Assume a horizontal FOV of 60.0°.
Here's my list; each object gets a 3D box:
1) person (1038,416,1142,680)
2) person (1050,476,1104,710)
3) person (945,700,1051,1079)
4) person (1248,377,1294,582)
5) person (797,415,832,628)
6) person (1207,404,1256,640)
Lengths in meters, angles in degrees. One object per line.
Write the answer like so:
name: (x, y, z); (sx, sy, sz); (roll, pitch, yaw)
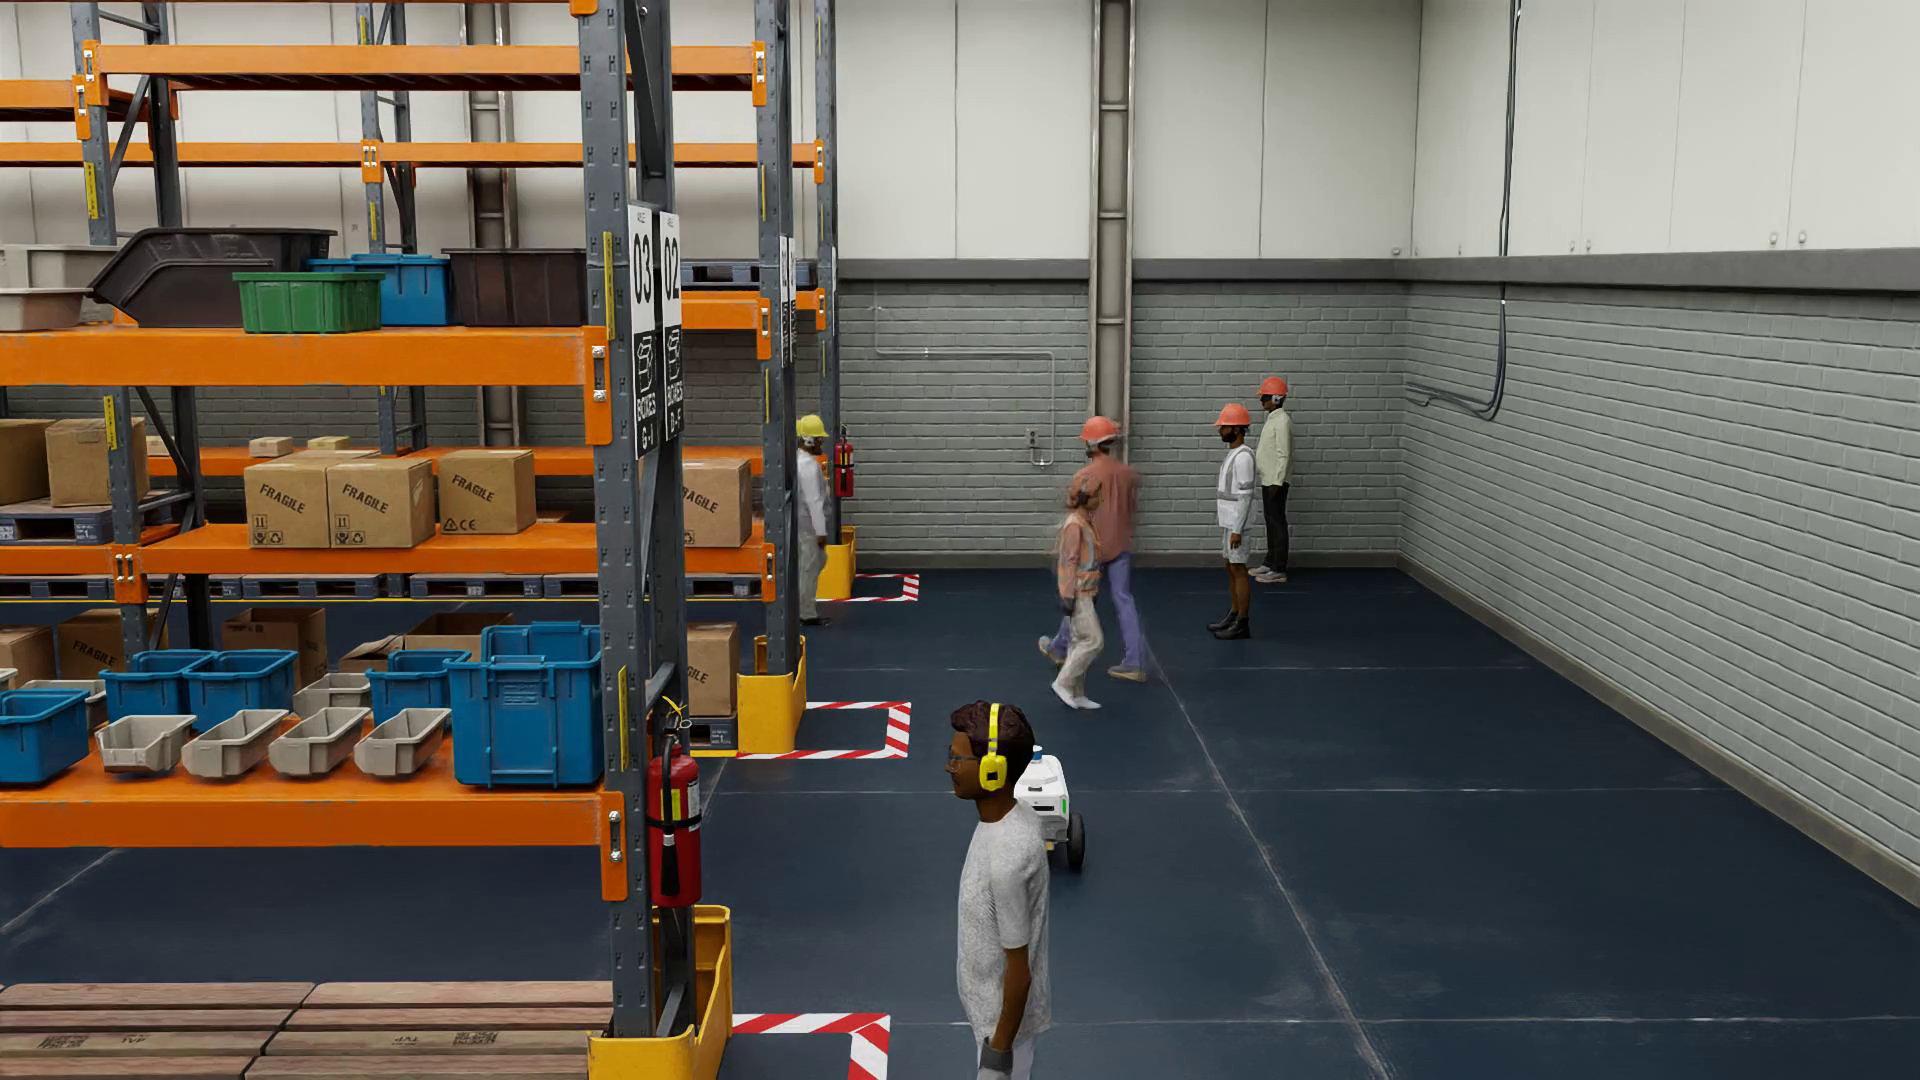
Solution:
person: (1.021, 0.044, 12.444); (0.649, 1.937, 1.042); (-7, 12, -38)
person: (0.844, 0.375, 11.362); (0.371, 1.623, 0.529); (2, 10, 13)
person: (0.089, 1.357, 4.627); (0.326, 1.871, 0.520); (0, 9, -1)
person: (3.042, -0.587, 16.166); (0.381, 1.994, 0.614); (0, 9, -1)
person: (-1.271, -0.145, 13.986); (0.426, 1.819, 0.627); (-3, 10, -18)
person: (2.241, -0.151, 13.664); (0.359, 1.938, 0.547); (0, 9, -1)
